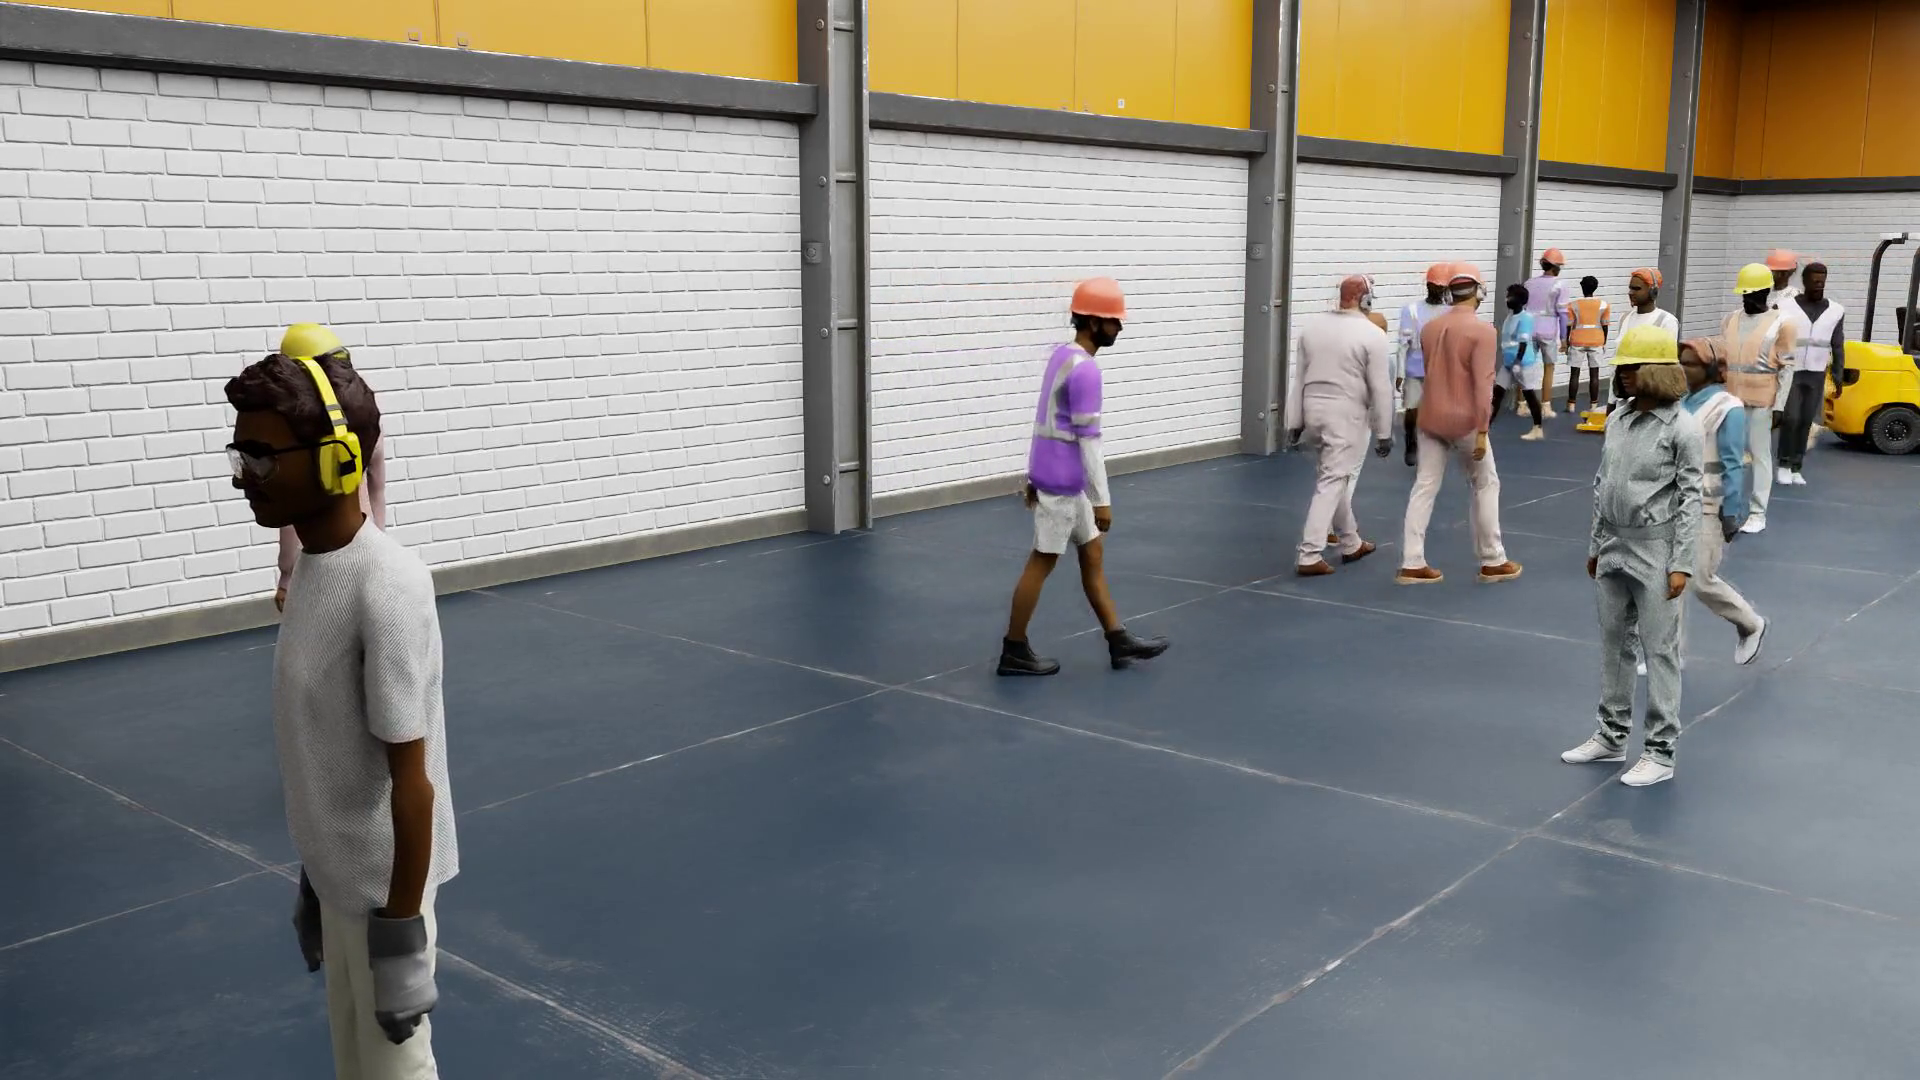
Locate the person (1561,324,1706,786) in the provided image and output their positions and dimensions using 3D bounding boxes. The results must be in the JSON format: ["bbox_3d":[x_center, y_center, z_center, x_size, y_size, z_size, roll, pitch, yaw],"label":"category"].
[{"bbox_3d":[2.569,0.057,6.324,0.309,1.743,0.494,-4,11,-21],"label":"person"}]

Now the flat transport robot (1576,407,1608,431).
[{"bbox_3d":[7.417,-1.358,18.572,0.652,0.197,1.431,7,12,35],"label":"flat transport robot"}]

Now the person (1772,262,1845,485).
[{"bbox_3d":[7.200,-1.399,14.159,0.630,1.900,0.555,1,10,4],"label":"person"}]

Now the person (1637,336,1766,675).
[{"bbox_3d":[3.511,-0.149,7.847,0.558,1.626,0.523,-3,10,-17],"label":"person"}]

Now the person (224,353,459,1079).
[{"bbox_3d":[-1.024,0.613,2.838,0.320,1.860,0.506,-7,12,-33],"label":"person"}]

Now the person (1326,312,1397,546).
[{"bbox_3d":[2.720,-0.764,11.413,0.534,1.587,0.649,8,13,40],"label":"person"}]

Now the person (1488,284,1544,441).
[{"bbox_3d":[5.772,-1.852,17.438,0.858,1.642,0.549,-1,10,-5],"label":"person"}]

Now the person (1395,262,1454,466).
[{"bbox_3d":[4.132,-1.502,14.751,0.572,1.909,0.791,2,10,10],"label":"person"}]

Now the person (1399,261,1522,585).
[{"bbox_3d":[3.057,-0.699,10.067,0.908,1.935,0.632,-6,12,-30],"label":"person"}]

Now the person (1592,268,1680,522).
[{"bbox_3d":[4.896,-1.012,12.016,0.352,1.883,0.576,-4,11,-20],"label":"person"}]

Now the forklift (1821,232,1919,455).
[{"bbox_3d":[9.955,-1.972,16.595,2.313,2.155,1.214,1,10,8],"label":"forklift"}]

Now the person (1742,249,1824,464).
[{"bbox_3d":[7.710,-1.700,15.544,0.782,2.026,0.610,1,10,5],"label":"person"}]

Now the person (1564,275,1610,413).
[{"bbox_3d":[7.703,-2.401,20.472,0.535,1.693,0.317,3,10,15],"label":"person"}]

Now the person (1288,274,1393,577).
[{"bbox_3d":[2.435,-0.721,10.422,0.948,1.857,0.657,-7,12,-36],"label":"person"}]

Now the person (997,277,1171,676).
[{"bbox_3d":[0.610,-0.277,7.811,0.937,1.884,0.570,-1,10,-4],"label":"person"}]

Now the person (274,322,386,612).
[{"bbox_3d":[-2.295,0.092,6.074,0.316,1.765,0.523,4,11,20],"label":"person"}]

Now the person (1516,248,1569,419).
[{"bbox_3d":[6.995,-2.462,19.893,0.460,2.029,0.613,-7,12,-35],"label":"person"}]

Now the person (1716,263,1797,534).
[{"bbox_3d":[5.634,-1.007,11.891,0.377,1.918,0.585,-6,12,-31],"label":"person"}]
